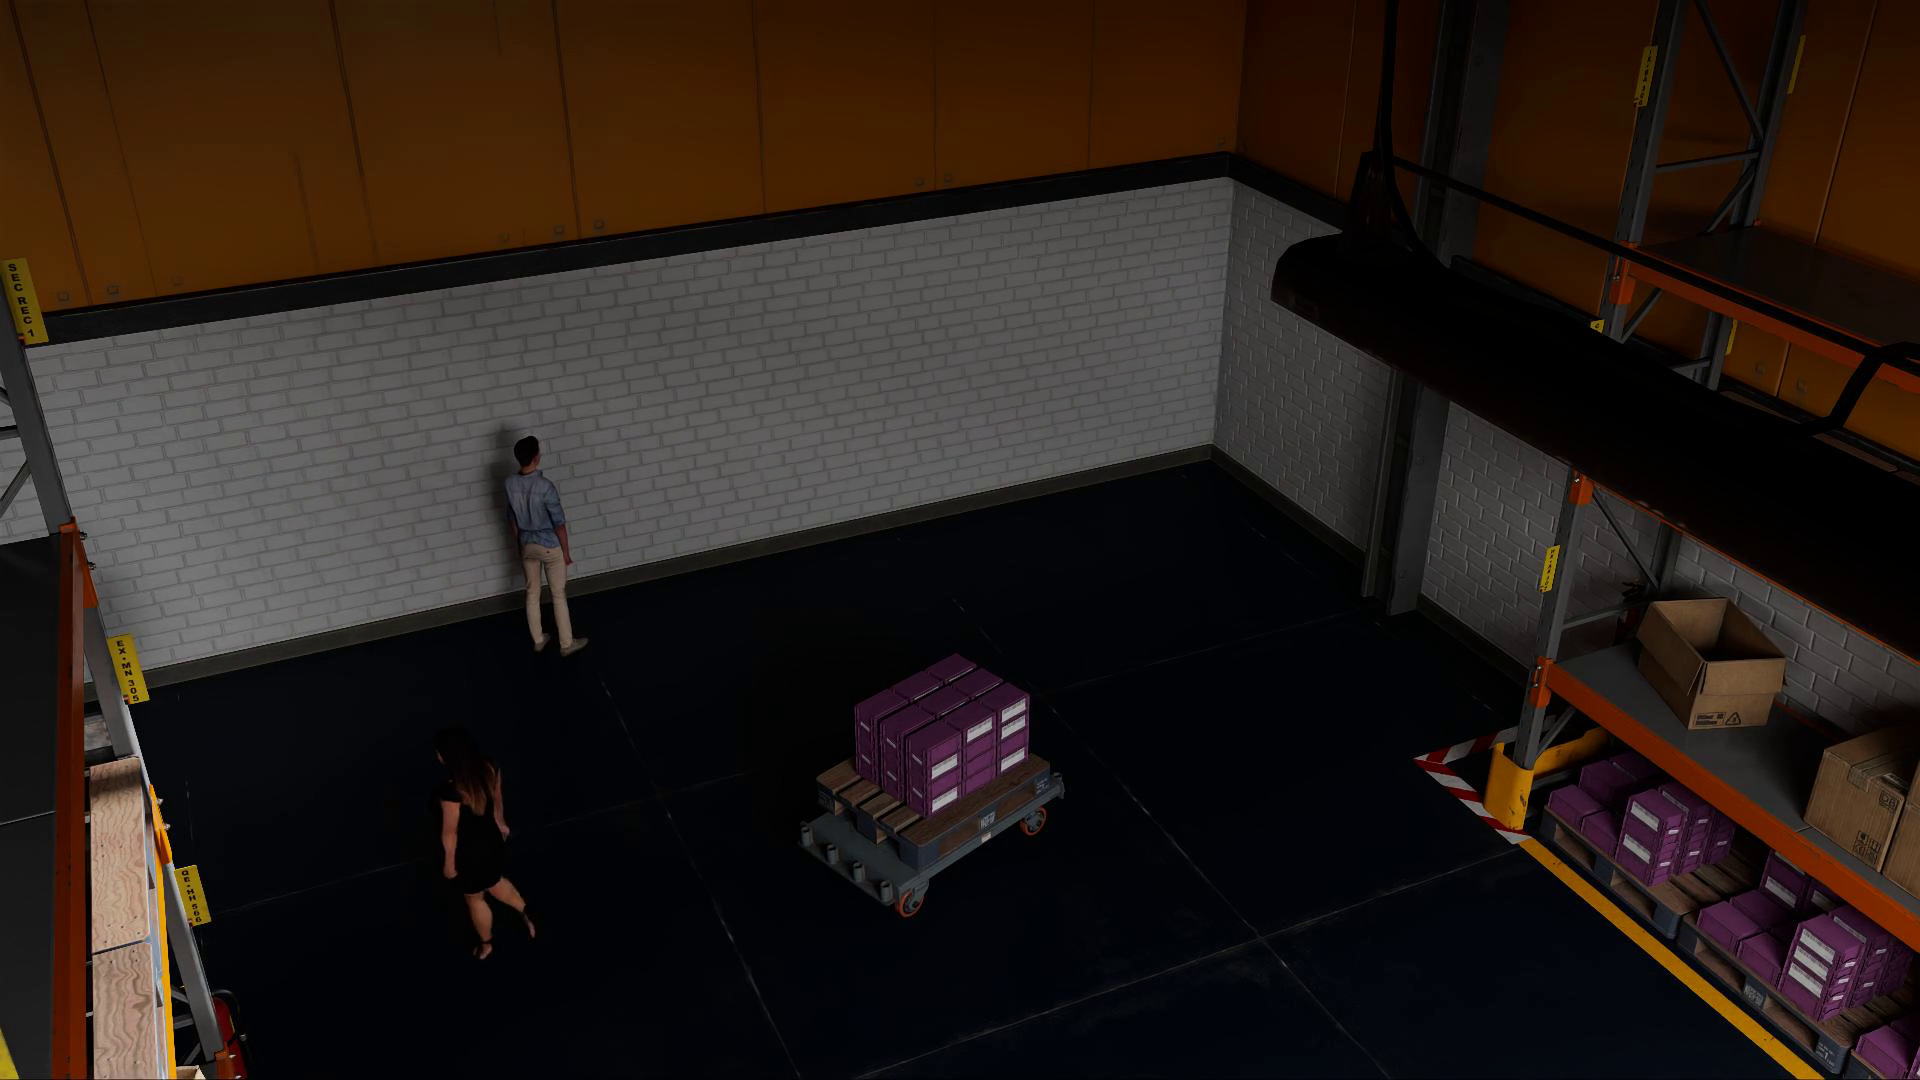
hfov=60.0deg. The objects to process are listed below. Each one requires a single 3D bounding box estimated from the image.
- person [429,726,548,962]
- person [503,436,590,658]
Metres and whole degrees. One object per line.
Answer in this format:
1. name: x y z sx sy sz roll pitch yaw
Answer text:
1. person: -2.785 1.837 9.789 0.943 1.702 0.892 8 30 14
2. person: -3.257 0.049 12.915 0.720 1.847 0.783 10 30 18
